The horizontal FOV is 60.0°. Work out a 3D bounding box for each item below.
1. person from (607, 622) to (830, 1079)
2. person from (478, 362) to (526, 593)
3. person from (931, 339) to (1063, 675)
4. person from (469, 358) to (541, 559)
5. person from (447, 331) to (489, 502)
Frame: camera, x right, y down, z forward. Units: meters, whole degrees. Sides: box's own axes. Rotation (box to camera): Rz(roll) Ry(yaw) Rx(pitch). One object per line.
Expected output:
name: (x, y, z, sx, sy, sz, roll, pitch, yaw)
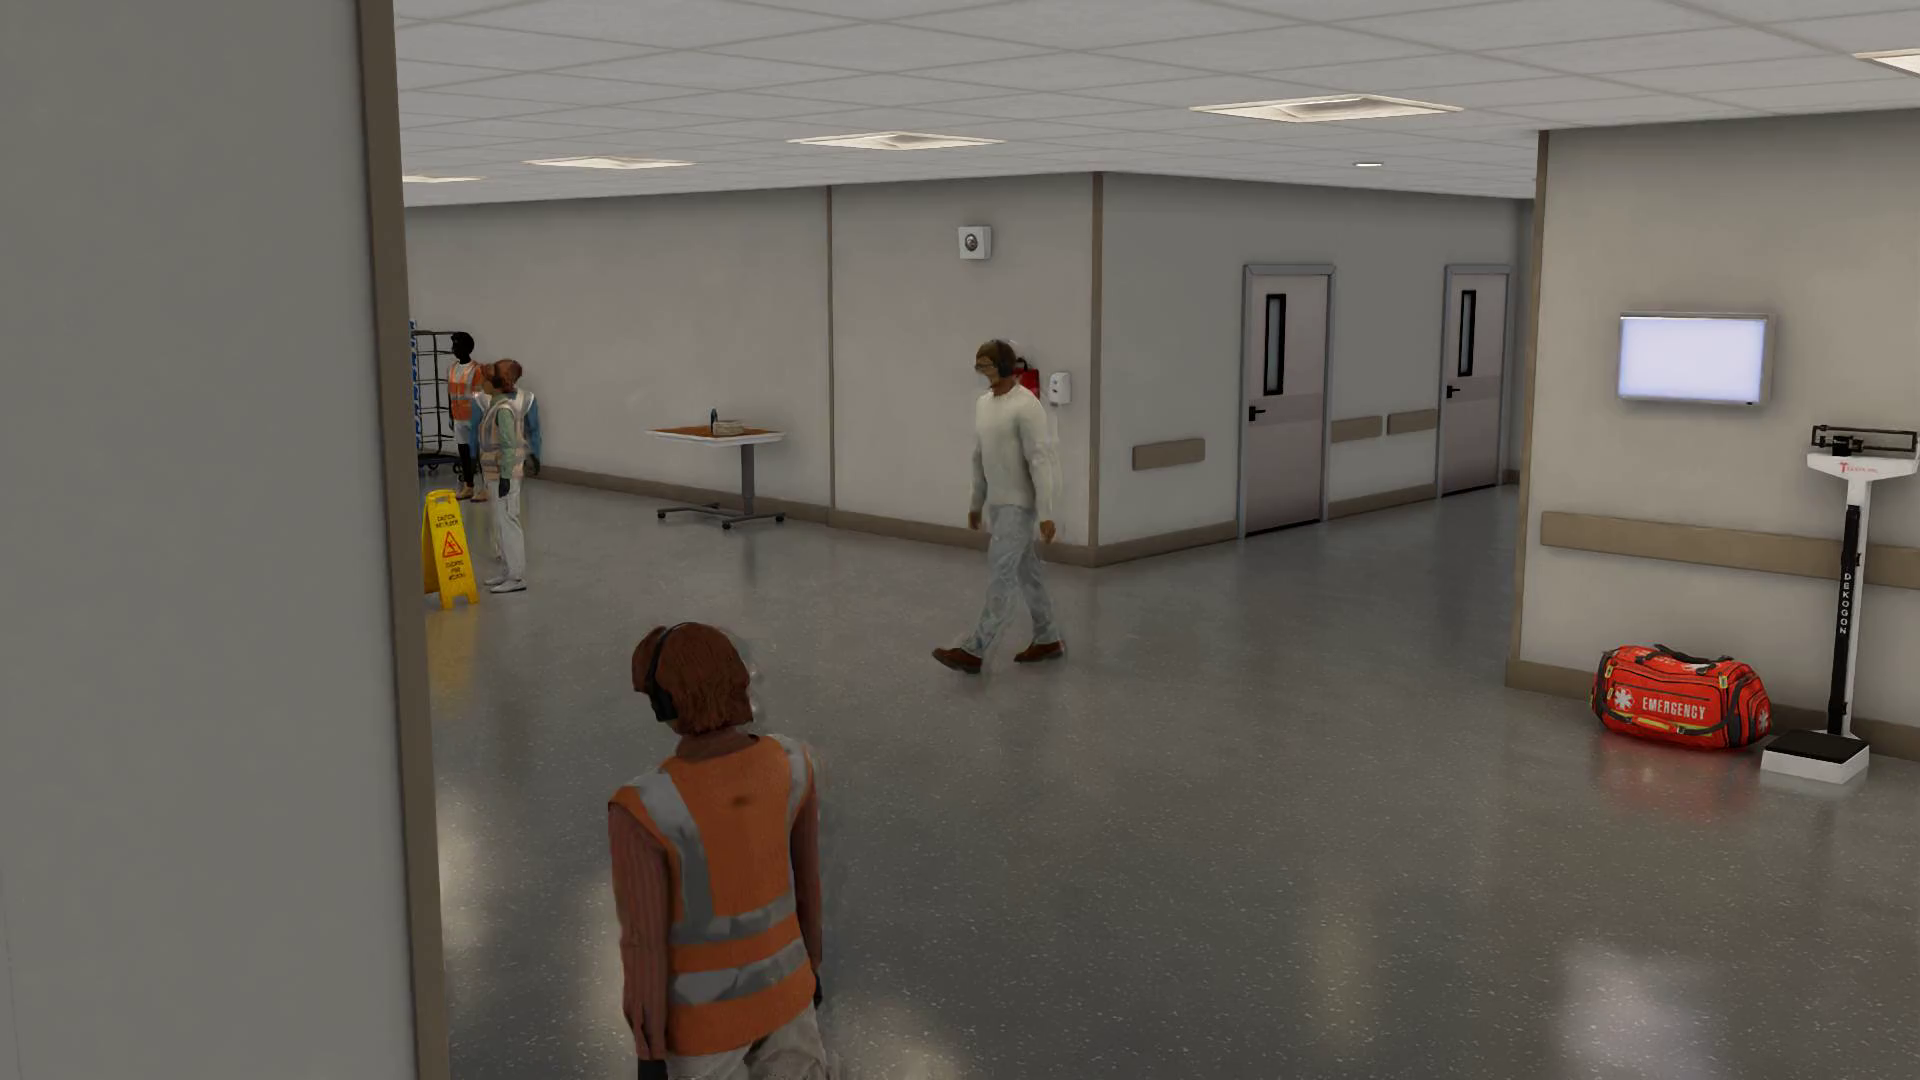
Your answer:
person: (-0.408, 0.964, 3.341, 0.770, 1.610, 0.533, 9, 13, 43)
person: (-3.269, -0.447, 11.882, 0.306, 1.639, 0.524, -4, 10, -22)
person: (0.239, -0.185, 9.502, 1.043, 1.888, 0.665, -4, 10, -23)
person: (-3.596, -0.634, 13.148, 0.541, 1.593, 0.863, -5, 10, -26)
person: (-4.859, -1.216, 16.444, 0.530, 1.689, 0.321, 5, 10, 28)
